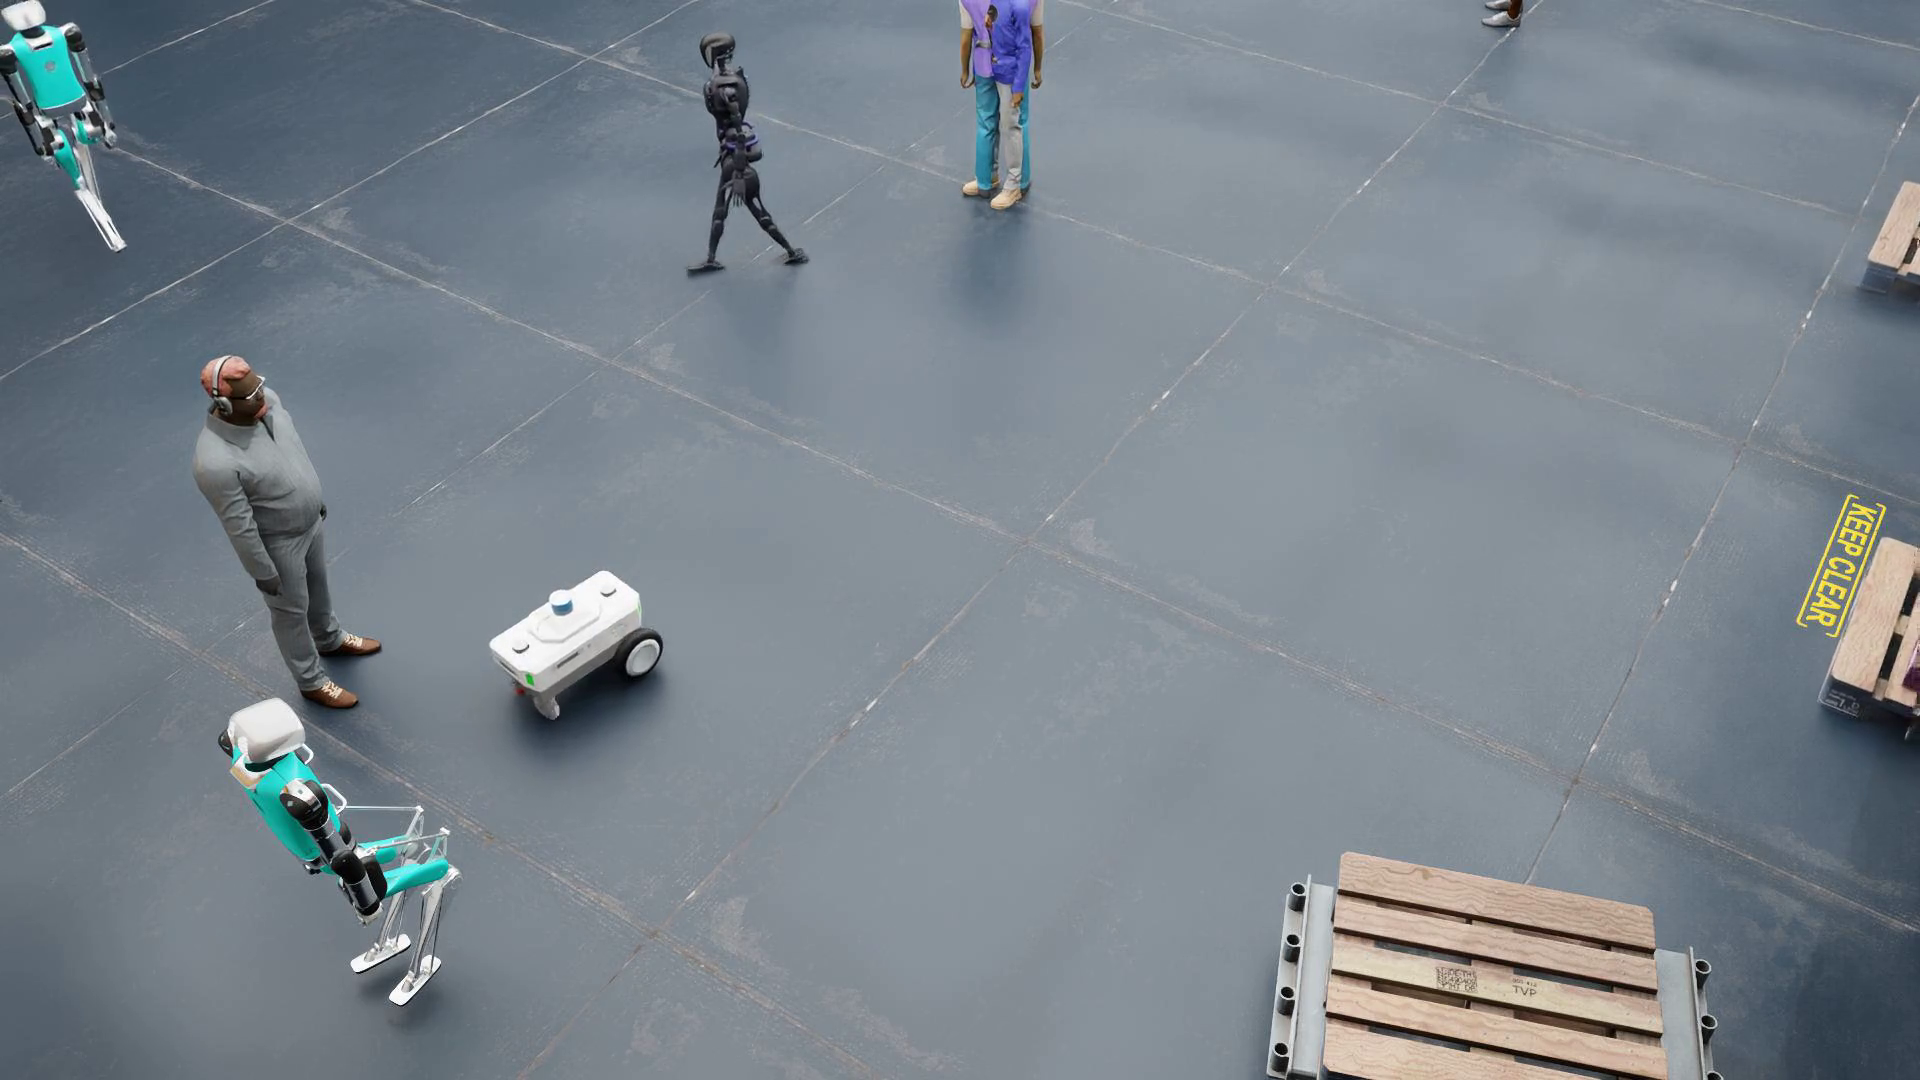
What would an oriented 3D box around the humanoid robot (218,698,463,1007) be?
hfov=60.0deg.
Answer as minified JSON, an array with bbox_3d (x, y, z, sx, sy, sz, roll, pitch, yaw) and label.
[{"bbox_3d":[-2.236,1.114,6.330,0.533,1.677,0.735,30,50,30],"label":"humanoid robot"}]

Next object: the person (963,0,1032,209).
[{"bbox_3d":[0.249,-3.093,11.040,0.359,1.871,0.463,-31,50,-30],"label":"person"}]

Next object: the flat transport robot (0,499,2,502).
[{"bbox_3d":[-5.994,-0.094,8.884,1.431,0.231,0.659,4,42,4],"label":"flat transport robot"}]

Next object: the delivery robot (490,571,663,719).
[{"bbox_3d":[-1.874,0.473,8.028,0.522,0.584,0.751,31,50,30],"label":"delivery robot"}]

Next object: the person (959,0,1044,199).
[{"bbox_3d":[0.274,-3.133,11.108,0.564,1.837,0.388,-1,42,-1],"label":"person"}]

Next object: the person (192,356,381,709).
[{"bbox_3d":[-3.078,-0.045,7.602,0.411,1.908,0.640,2,42,3],"label":"person"}]

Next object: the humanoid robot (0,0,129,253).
[{"bbox_3d":[-5.769,-2.675,10.685,0.543,1.734,1.047,-31,50,-30],"label":"humanoid robot"}]

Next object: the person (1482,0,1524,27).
[{"bbox_3d":[4.515,-5.047,13.184,0.454,1.931,0.554,13,43,14],"label":"person"}]

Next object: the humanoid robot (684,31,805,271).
[{"bbox_3d":[-1.406,-2.395,10.448,0.793,1.628,0.612,-13,43,-14],"label":"humanoid robot"}]
